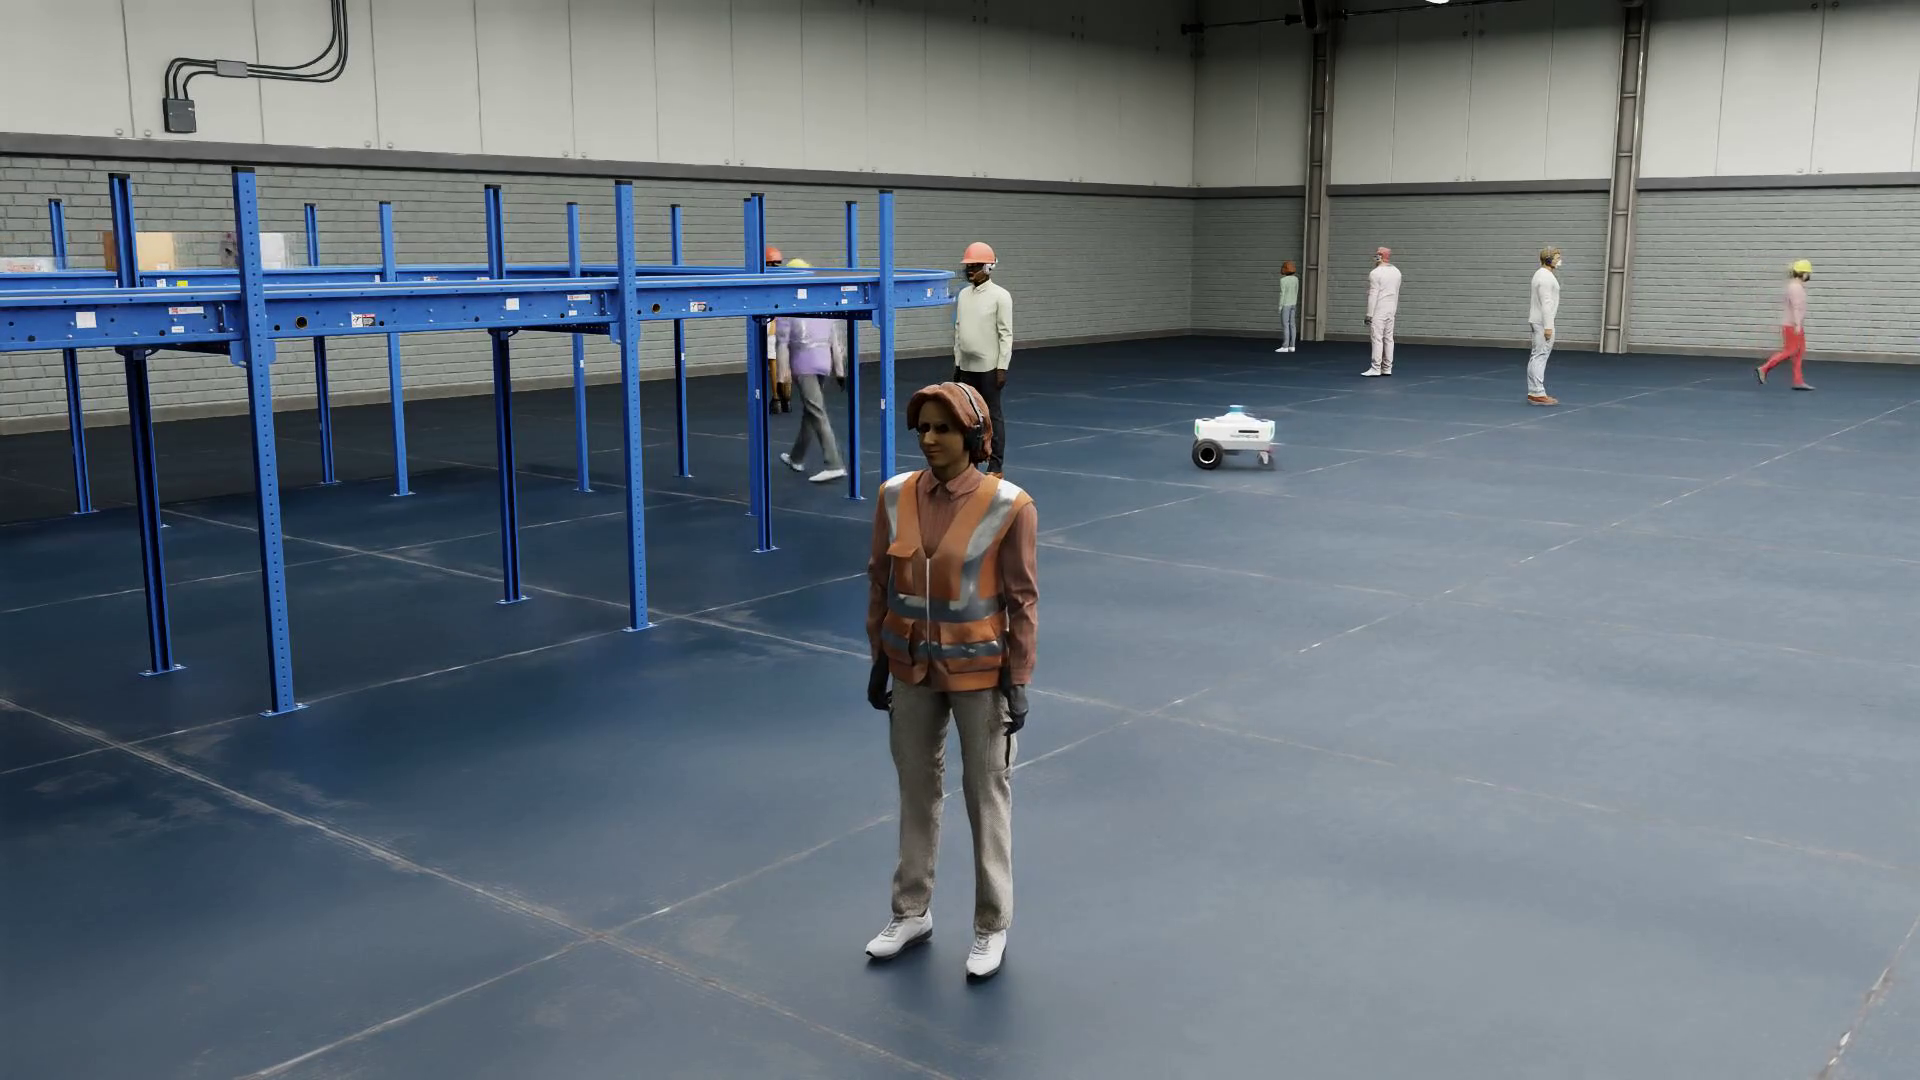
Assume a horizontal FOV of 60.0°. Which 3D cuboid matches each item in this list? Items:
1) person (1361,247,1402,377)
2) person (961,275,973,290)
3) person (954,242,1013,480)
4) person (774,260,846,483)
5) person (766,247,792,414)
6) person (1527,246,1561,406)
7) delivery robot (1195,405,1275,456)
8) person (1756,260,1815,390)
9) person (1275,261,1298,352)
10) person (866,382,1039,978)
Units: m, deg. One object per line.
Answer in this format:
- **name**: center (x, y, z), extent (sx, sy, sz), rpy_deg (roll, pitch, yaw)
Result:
- **person**: center (6.251, -3.389, 24.743), extent (0.643, 1.911, 0.411), rpy_deg (-8, 13, -39)
- **person**: center (0.228, -3.138, 24.017), extent (0.643, 1.670, 0.537), rpy_deg (-6, 12, -31)
- **person**: center (0.166, -1.448, 13.747), extent (0.378, 1.995, 0.609), rpy_deg (-10, 14, -44)
- **person**: center (-1.302, -1.446, 14.150), extent (1.011, 1.844, 0.652), rpy_deg (10, 14, 43)
- **person**: center (-2.177, -2.454, 19.483), extent (0.358, 1.938, 0.542), rpy_deg (5, 11, 26)
- **person**: center (7.219, -2.646, 20.540), extent (0.372, 1.940, 0.632), rpy_deg (2, 10, 10)
- **delivery robot**: center (2.466, -0.965, 14.918), extent (0.707, 0.478, 0.477), rpy_deg (2, 10, 9)
- **person**: center (11.234, -2.906, 22.482), extent (0.639, 1.748, 0.534), rpy_deg (7, 12, 34)
- **person**: center (5.922, -4.219, 30.103), extent (0.501, 1.633, 0.279), rpy_deg (-10, 14, -44)
- **person**: center (-0.026, 0.380, 4.599), extent (0.514, 1.642, 0.310), rpy_deg (5, 11, 26)
